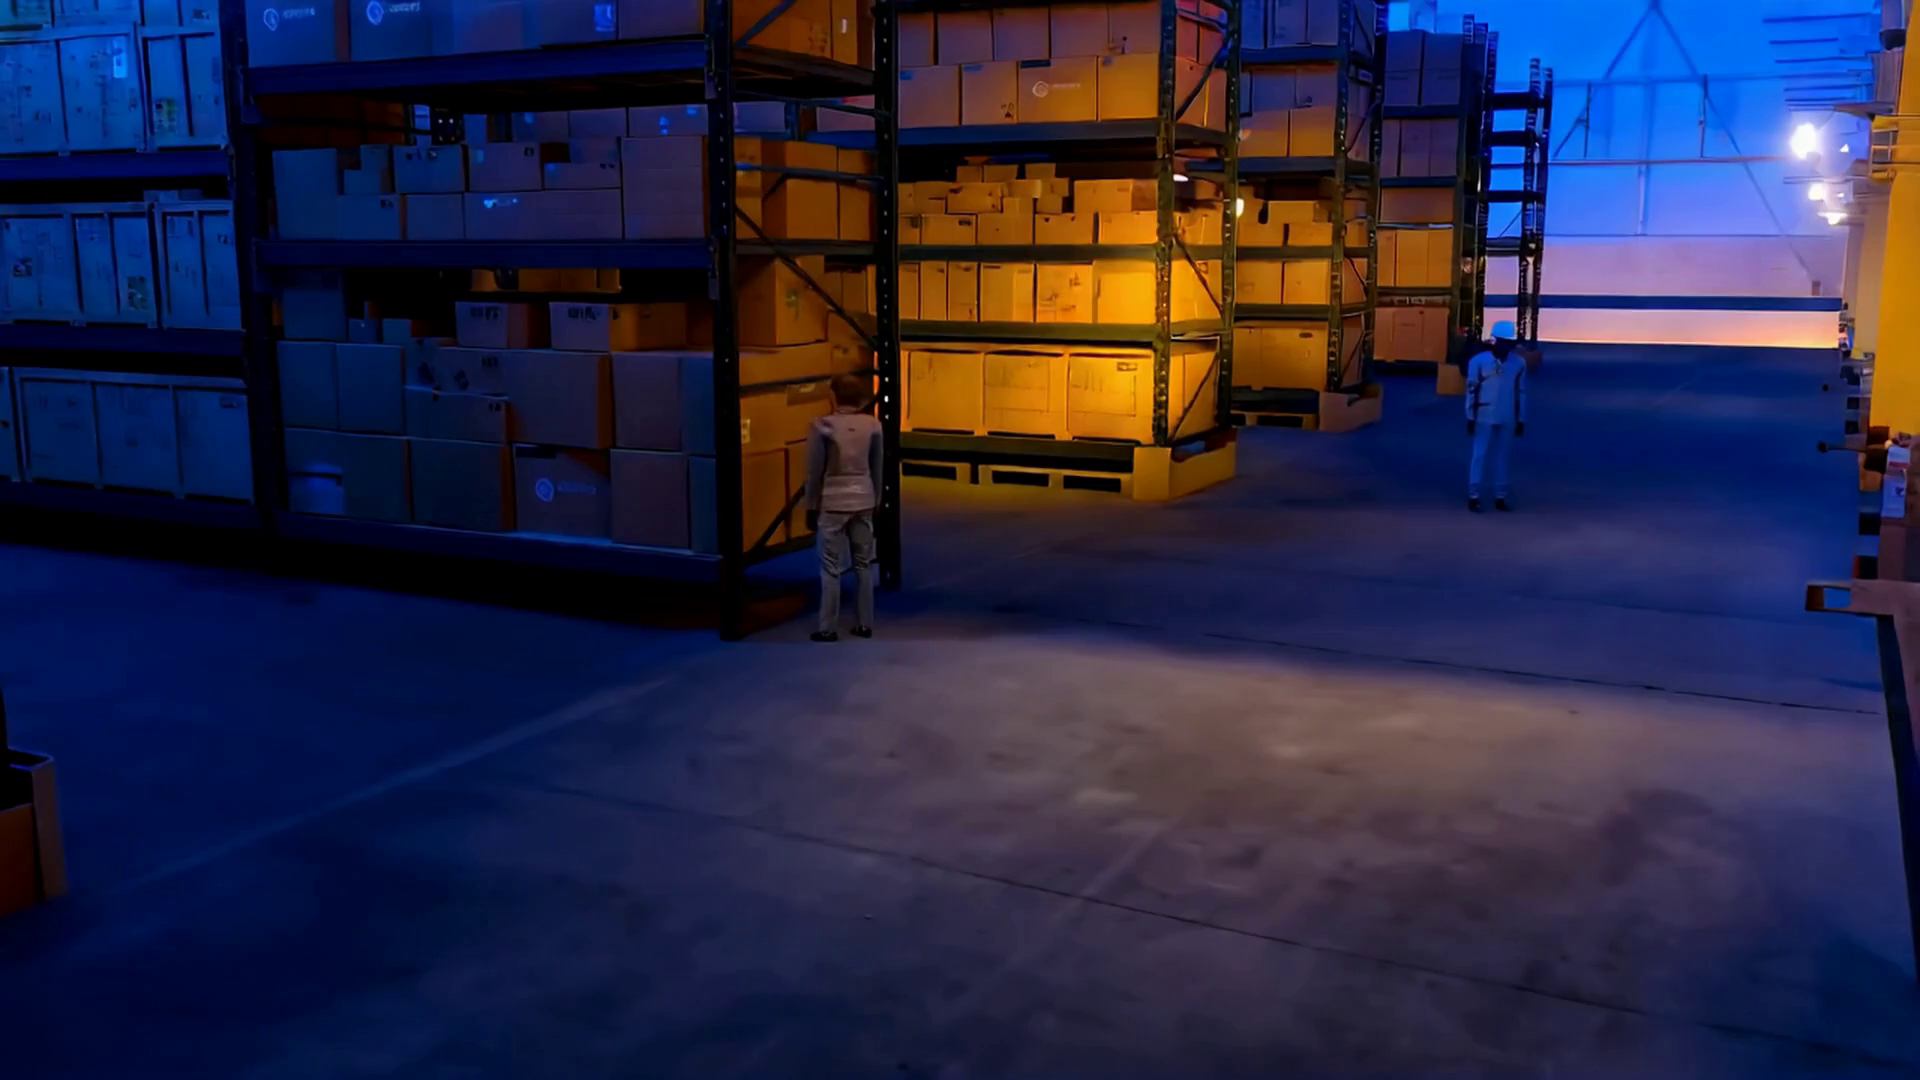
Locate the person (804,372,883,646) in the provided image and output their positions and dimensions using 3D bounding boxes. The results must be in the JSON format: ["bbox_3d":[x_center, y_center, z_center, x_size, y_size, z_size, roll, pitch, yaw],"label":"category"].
[{"bbox_3d":[-0.682,-0.185,9.932,0.526,1.631,0.321,-7,12,-34],"label":"person"}]

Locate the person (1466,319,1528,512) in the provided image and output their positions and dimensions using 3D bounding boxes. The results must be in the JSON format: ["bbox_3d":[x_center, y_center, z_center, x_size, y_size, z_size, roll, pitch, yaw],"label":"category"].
[{"bbox_3d":[4.851,-1.119,15.015,0.564,1.743,0.351,-1,10,-4],"label":"person"}]
